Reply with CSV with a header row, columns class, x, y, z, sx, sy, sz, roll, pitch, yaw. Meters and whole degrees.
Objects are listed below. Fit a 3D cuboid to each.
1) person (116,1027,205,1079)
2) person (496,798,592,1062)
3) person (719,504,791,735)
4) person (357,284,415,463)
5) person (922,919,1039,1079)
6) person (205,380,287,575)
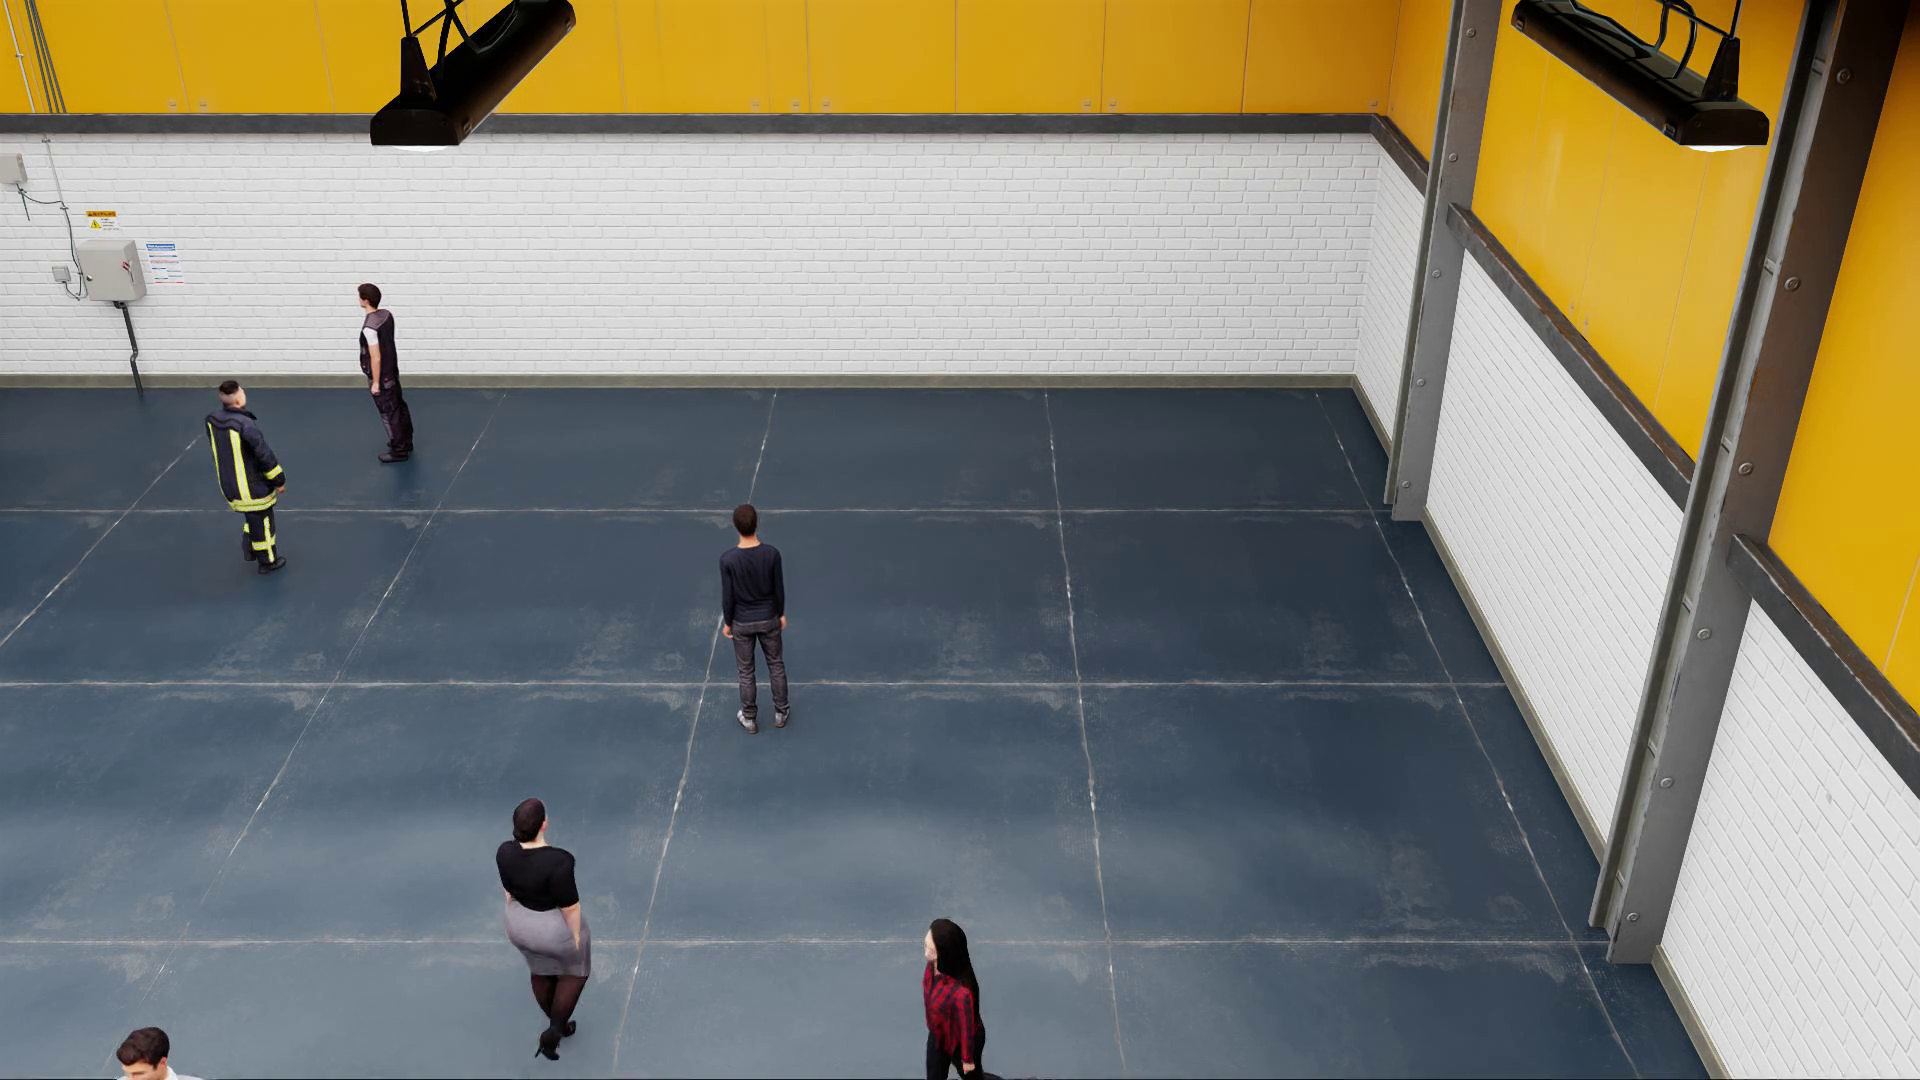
class,x,y,z,sx,sy,sz,roll,pitch,yaw
person,-3.643,3.017,7.966,0.949,1.884,1.309,6,29,11
person,-2.405,2.279,9.468,0.787,1.743,0.914,9,30,16
person,-1.525,0.599,12.416,0.696,1.868,0.653,-8,30,-15
person,-5.746,-1.680,16.616,0.711,1.848,0.514,2,29,3
person,0.058,2.632,8.951,0.967,1.617,1.020,-13,31,-22
person,-6.279,-0.527,14.492,0.906,1.858,0.898,12,31,21
